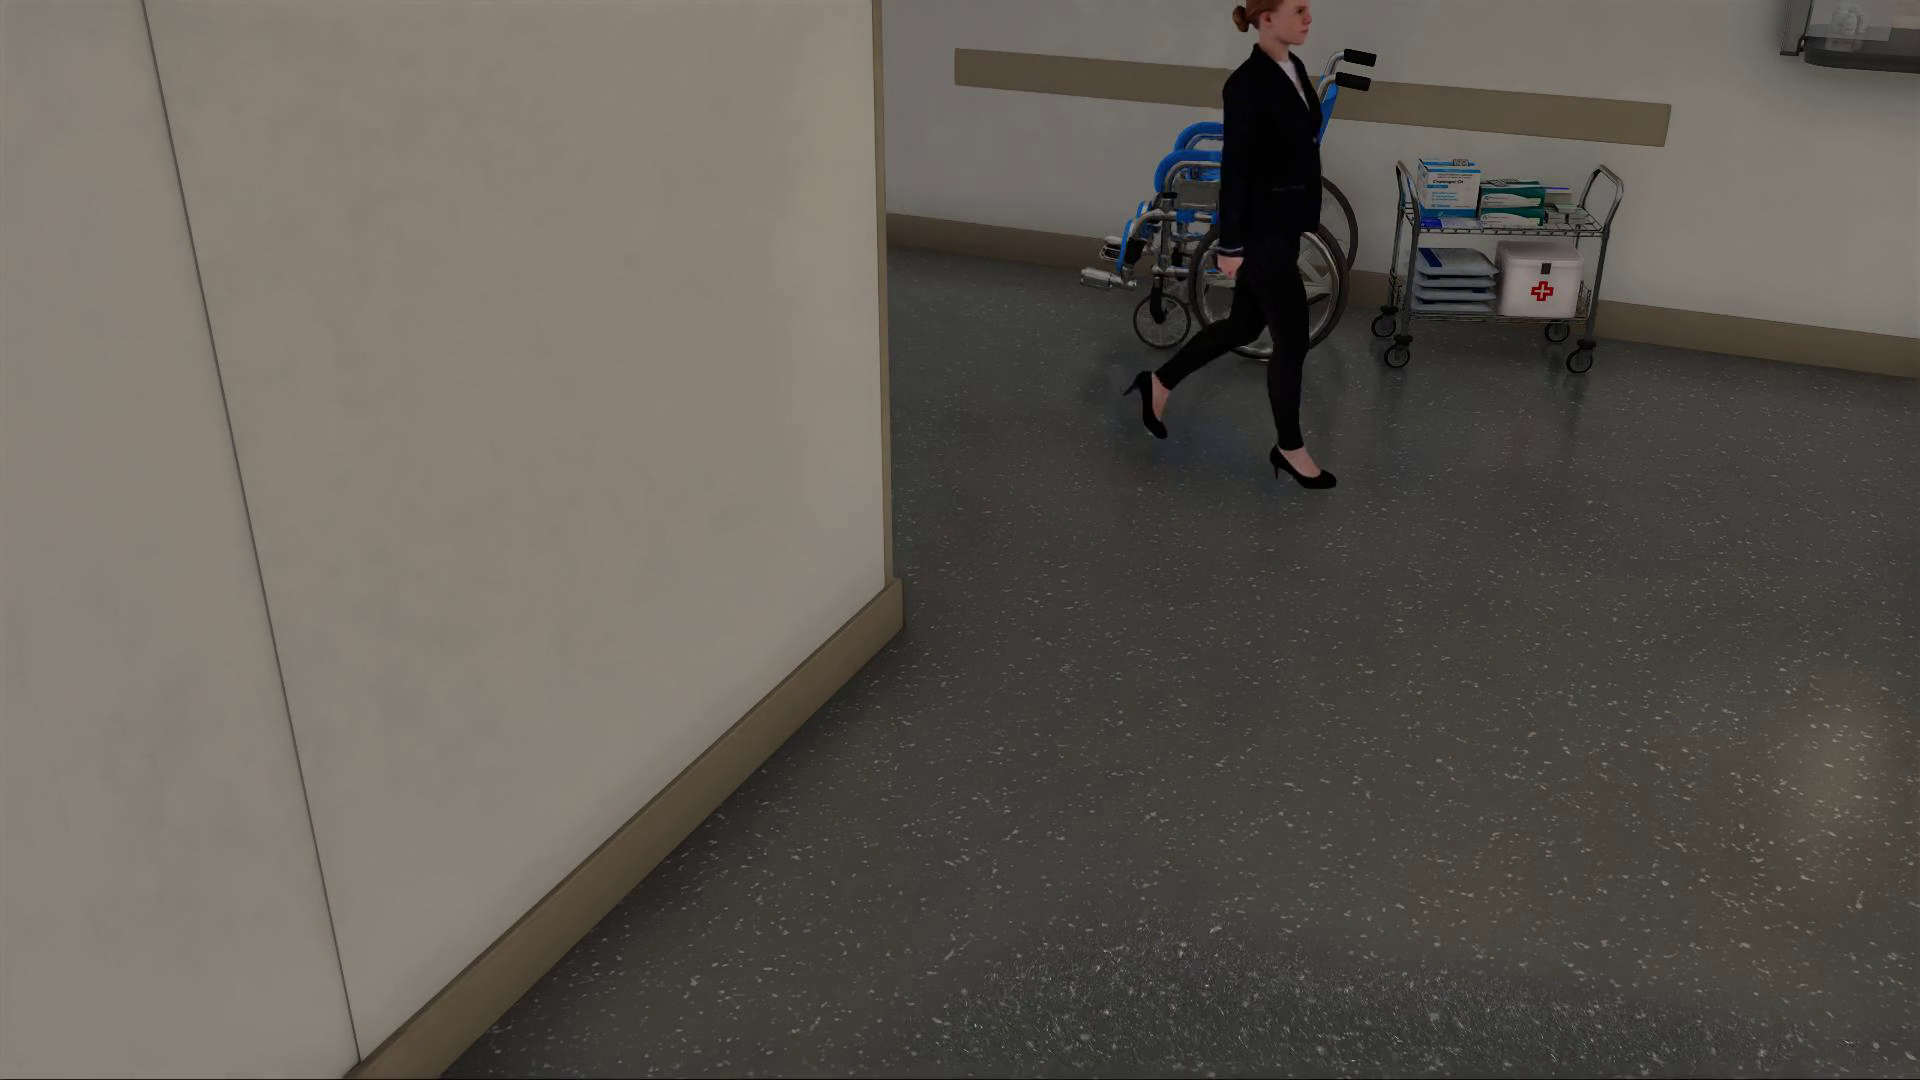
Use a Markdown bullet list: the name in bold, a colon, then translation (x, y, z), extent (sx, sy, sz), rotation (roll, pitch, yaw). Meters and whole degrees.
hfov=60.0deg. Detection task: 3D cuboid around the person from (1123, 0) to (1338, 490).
- **person**: translation (0.914, -0.982, 5.431), extent (0.714, 1.658, 0.968), rotation (13, 29, 26)
